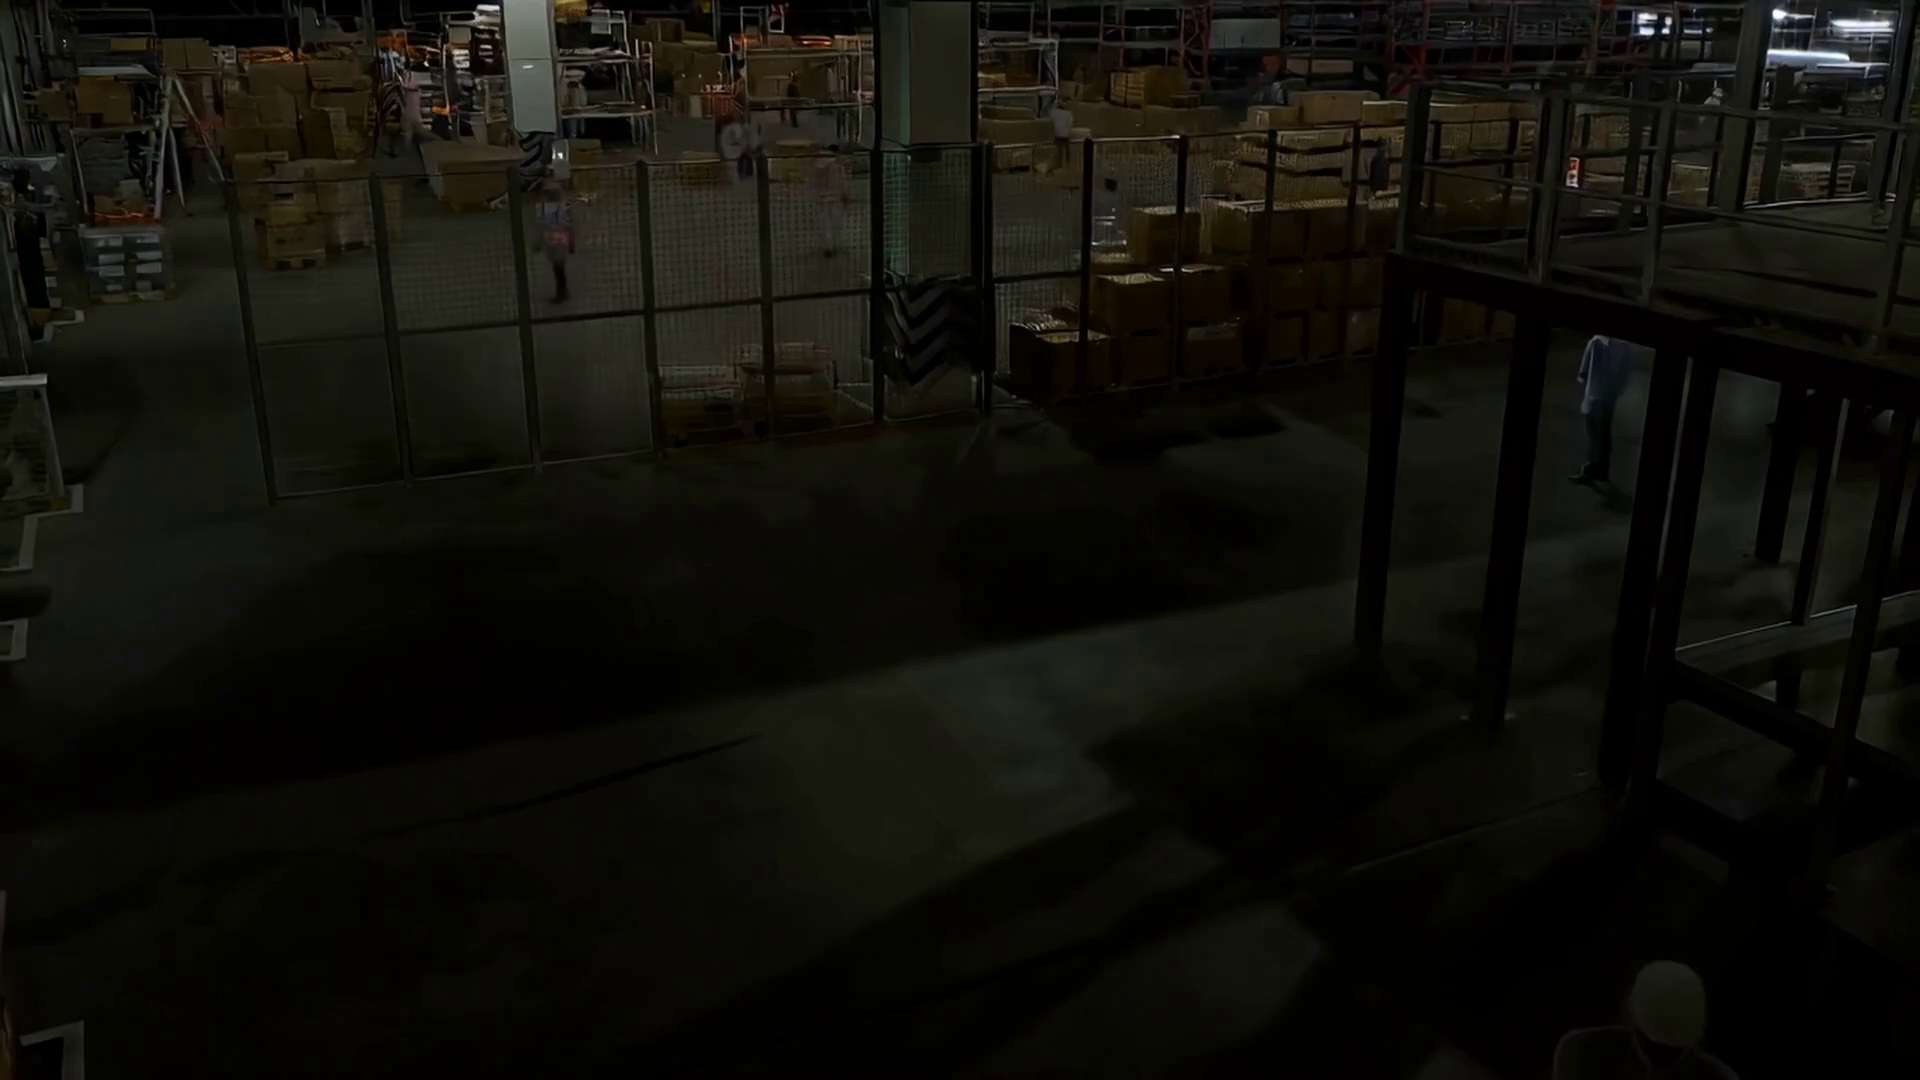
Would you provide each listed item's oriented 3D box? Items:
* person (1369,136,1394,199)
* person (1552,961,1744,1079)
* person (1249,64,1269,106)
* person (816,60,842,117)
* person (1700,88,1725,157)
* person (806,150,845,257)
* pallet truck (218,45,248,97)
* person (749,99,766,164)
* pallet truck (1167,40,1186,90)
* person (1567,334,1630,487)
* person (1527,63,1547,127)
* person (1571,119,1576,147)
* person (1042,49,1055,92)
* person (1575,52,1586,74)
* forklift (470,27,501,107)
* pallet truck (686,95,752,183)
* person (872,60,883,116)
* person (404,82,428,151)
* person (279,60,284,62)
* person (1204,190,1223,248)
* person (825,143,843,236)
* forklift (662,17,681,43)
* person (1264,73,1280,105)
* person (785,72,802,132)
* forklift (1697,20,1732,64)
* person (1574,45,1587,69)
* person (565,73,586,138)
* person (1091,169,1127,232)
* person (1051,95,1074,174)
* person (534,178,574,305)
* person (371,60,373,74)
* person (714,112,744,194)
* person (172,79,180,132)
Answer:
[{"bbox_3d":[7.745,-6.427,30.637,0.395,1.993,0.616,15,24,36],"label":"person"},{"bbox_3d":[2.215,2.276,5.469,0.647,1.946,0.980,6,20,17],"label":"person"},{"bbox_3d":[9.874,-14.731,54.868,0.930,1.878,0.567,18,26,41],"label":"person"},{"bbox_3d":[-4.450,-15.428,56.880,0.963,1.888,0.571,6,20,17],"label":"person"},{"bbox_3d":[20.377,-11.283,44.979,0.623,1.813,0.557,-3,19,-9],"label":"person"},{"bbox_3d":[-2.381,-5.938,29.386,0.634,1.887,0.651,4,19,11],"label":"person"},{"bbox_3d":[-28.879,-18.665,66.111,0.823,1.965,1.885,-3,19,-9],"label":"pallet truck"},{"bbox_3d":[-5.247,-10.518,42.970,0.442,1.685,0.536,-5,20,-15],"label":"person"},{"bbox_3d":[9.045,-19.971,69.895,0.823,1.965,1.885,-3,19,-8],"label":"pallet truck"},{"bbox_3d":[6.326,-1.447,16.456,0.431,1.836,0.619,15,24,37],"label":"person"},{"bbox_3d":[18.567,-14.250,53.247,0.698,2.000,0.754,0,19,1],"label":"person"},{"bbox_3d":[13.892,-9.097,38.330,0.402,2.035,0.601,-3,19,-9],"label":"person"},{"bbox_3d":[3.569,-18.856,66.709,0.605,1.966,0.373,0,19,1],"label":"person"},{"bbox_3d":[24.698,-18.518,66.137,0.534,1.697,0.318,13,23,32],"label":"person"},{"bbox_3d":[-17.269,-17.254,60.687,1.129,2.768,1.873,-2,19,-6],"label":"forklift"},{"bbox_3d":[-5.836,-9.608,39.856,0.823,1.965,1.885,10,22,27],"label":"pallet truck"},{"bbox_3d":[-2.777,-15.673,57.555,0.391,1.920,0.593,-13,23,-32],"label":"person"},{"bbox_3d":[-15.210,-11.810,46.423,1.011,1.891,0.549,11,22,28],"label":"person"},{"bbox_3d":[-22.850,-15.238,56.288,0.623,1.932,0.367,-8,20,-21],"label":"person"},{"bbox_3d":[3.641,-4.013,23.734,0.371,1.935,0.627,-6,20,-18],"label":"person"},{"bbox_3d":[-2.429,-6.712,31.843,0.295,1.743,0.493,-4,20,-13],"label":"person"},{"bbox_3d":[-12.585,-21.509,73.021,1.873,2.768,1.129,11,22,29],"label":"forklift"},{"bbox_3d":[10.106,-14.256,53.835,0.537,1.668,0.817,9,21,24],"label":"person"},{"bbox_3d":[-5.192,-13.769,52.220,0.524,1.809,0.944,7,20,19],"label":"person"},{"bbox_3d":[31.595,-20.128,69.016,1.873,2.768,1.129,6,20,17],"label":"forklift"},{"bbox_3d":[25.393,-19.275,68.041,0.731,1.887,0.655,-13,23,-33],"label":"person"},{"bbox_3d":[-11.464,-12.949,49.633,0.635,1.936,0.355,3,19,9],"label":"person"},{"bbox_3d":[2.419,-4.997,26.671,0.610,1.870,0.978,-14,23,-35],"label":"person"},{"bbox_3d":[2.578,-10.115,41.487,0.599,1.882,0.935,7,20,20],"label":"person"},{"bbox_3d":[-6.188,-4.518,25.238,0.556,1.904,0.903,5,20,14],"label":"person"},{"bbox_3d":[-22.390,-17.833,63.908,0.588,1.861,0.698,11,22,28],"label":"person"},{"bbox_3d":[-5.303,-8.810,37.820,0.866,1.799,0.621,9,21,24],"label":"person"},{"bbox_3d":[-24.379,-13.455,51.562,0.516,1.631,0.313,12,22,31],"label":"person"}]
